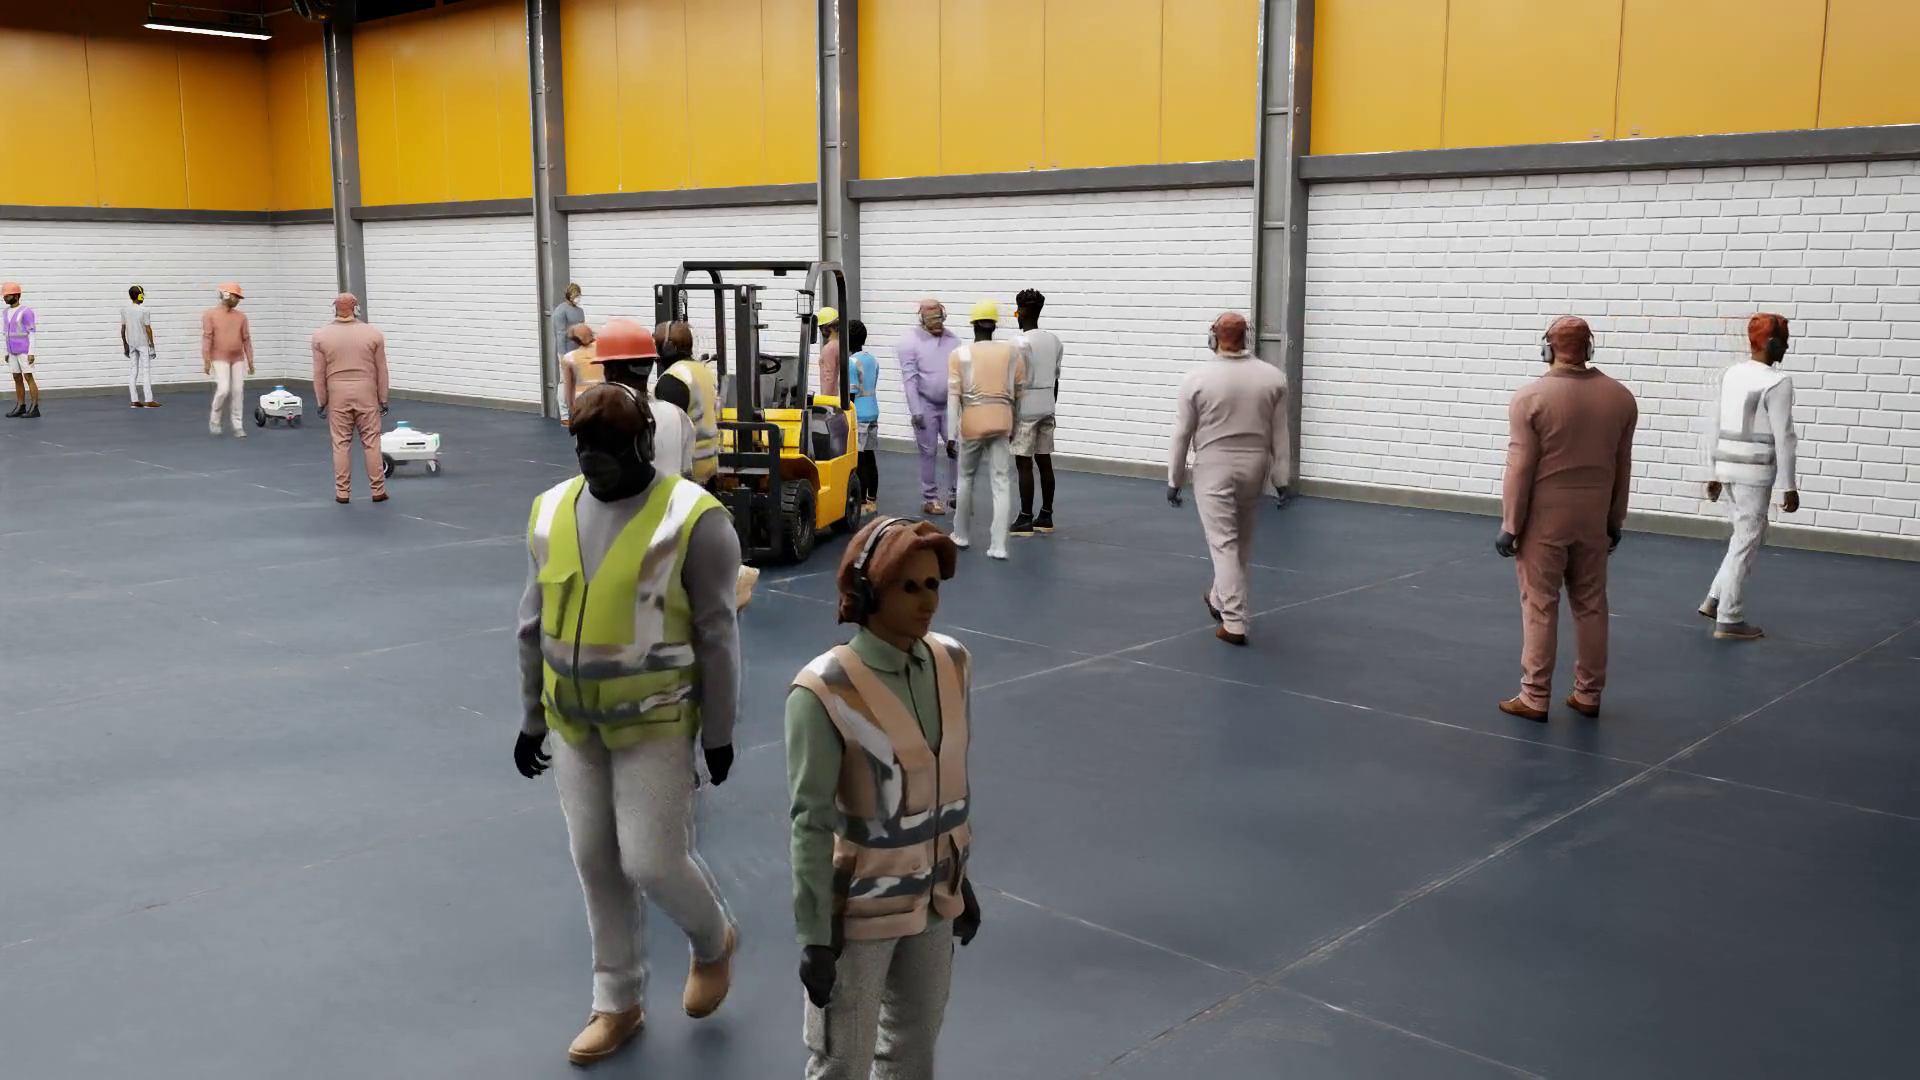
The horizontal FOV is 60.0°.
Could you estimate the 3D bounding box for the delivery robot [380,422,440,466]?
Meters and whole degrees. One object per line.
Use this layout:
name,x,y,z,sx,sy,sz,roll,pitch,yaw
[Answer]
delivery robot,-5.687,-0.967,17.001,0.707,0.478,0.477,-3,10,-17

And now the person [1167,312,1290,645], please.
person,1.507,-0.380,9.655,0.676,1.862,0.966,-2,10,-14

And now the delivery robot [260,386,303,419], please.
delivery robot,-9.079,-1.821,22.236,0.477,0.478,0.707,-8,12,-41

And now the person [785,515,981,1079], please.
person,-0.147,0.761,3.379,0.310,1.636,0.523,7,12,38

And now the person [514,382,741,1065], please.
person,-0.895,0.485,4.486,0.634,1.829,0.456,4,10,23

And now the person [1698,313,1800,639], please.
person,4.526,-0.350,9.490,0.434,1.867,0.573,-1,9,-5

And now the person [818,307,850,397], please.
person,-1.207,-1.321,15.777,0.327,1.760,0.523,3,10,15

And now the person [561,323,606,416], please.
person,-3.516,-1.273,15.952,0.573,1.596,0.431,-2,10,-14

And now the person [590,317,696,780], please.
person,-1.319,0.066,6.782,0.413,1.927,0.540,6,11,34

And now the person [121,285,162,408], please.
person,-12.554,-2.950,25.438,0.528,1.864,0.313,2,9,11

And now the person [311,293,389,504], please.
person,-5.506,-1.278,15.082,0.637,1.901,0.403,-3,10,-16

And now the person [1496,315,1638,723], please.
person,2.820,-0.098,7.830,0.648,1.904,0.401,-2,9,-12

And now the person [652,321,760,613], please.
person,-1.595,-0.410,10.022,0.715,1.815,0.633,1,9,5

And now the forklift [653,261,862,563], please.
forklift,-1.552,-1.040,12.721,1.214,2.155,2.313,2,9,11

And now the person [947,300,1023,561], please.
person,0.150,-0.824,12.320,0.619,1.884,0.904,-3,10,-16

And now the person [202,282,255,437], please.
person,-9.214,-2.265,20.967,0.437,1.959,0.646,7,11,35

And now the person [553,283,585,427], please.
person,-5.214,-2.481,22.361,0.376,1.933,0.627,3,10,16

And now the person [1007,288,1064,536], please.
person,0.559,-1.012,13.243,0.368,1.966,0.602,8,13,42

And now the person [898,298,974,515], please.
person,-0.191,-1.119,14.225,0.668,1.868,0.589,-5,11,-29

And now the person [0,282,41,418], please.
person,-13.410,-2.698,23.670,0.550,1.935,0.376,4,10,22

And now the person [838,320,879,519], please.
person,-0.867,-1.026,14.167,0.320,1.692,0.531,4,10,21
